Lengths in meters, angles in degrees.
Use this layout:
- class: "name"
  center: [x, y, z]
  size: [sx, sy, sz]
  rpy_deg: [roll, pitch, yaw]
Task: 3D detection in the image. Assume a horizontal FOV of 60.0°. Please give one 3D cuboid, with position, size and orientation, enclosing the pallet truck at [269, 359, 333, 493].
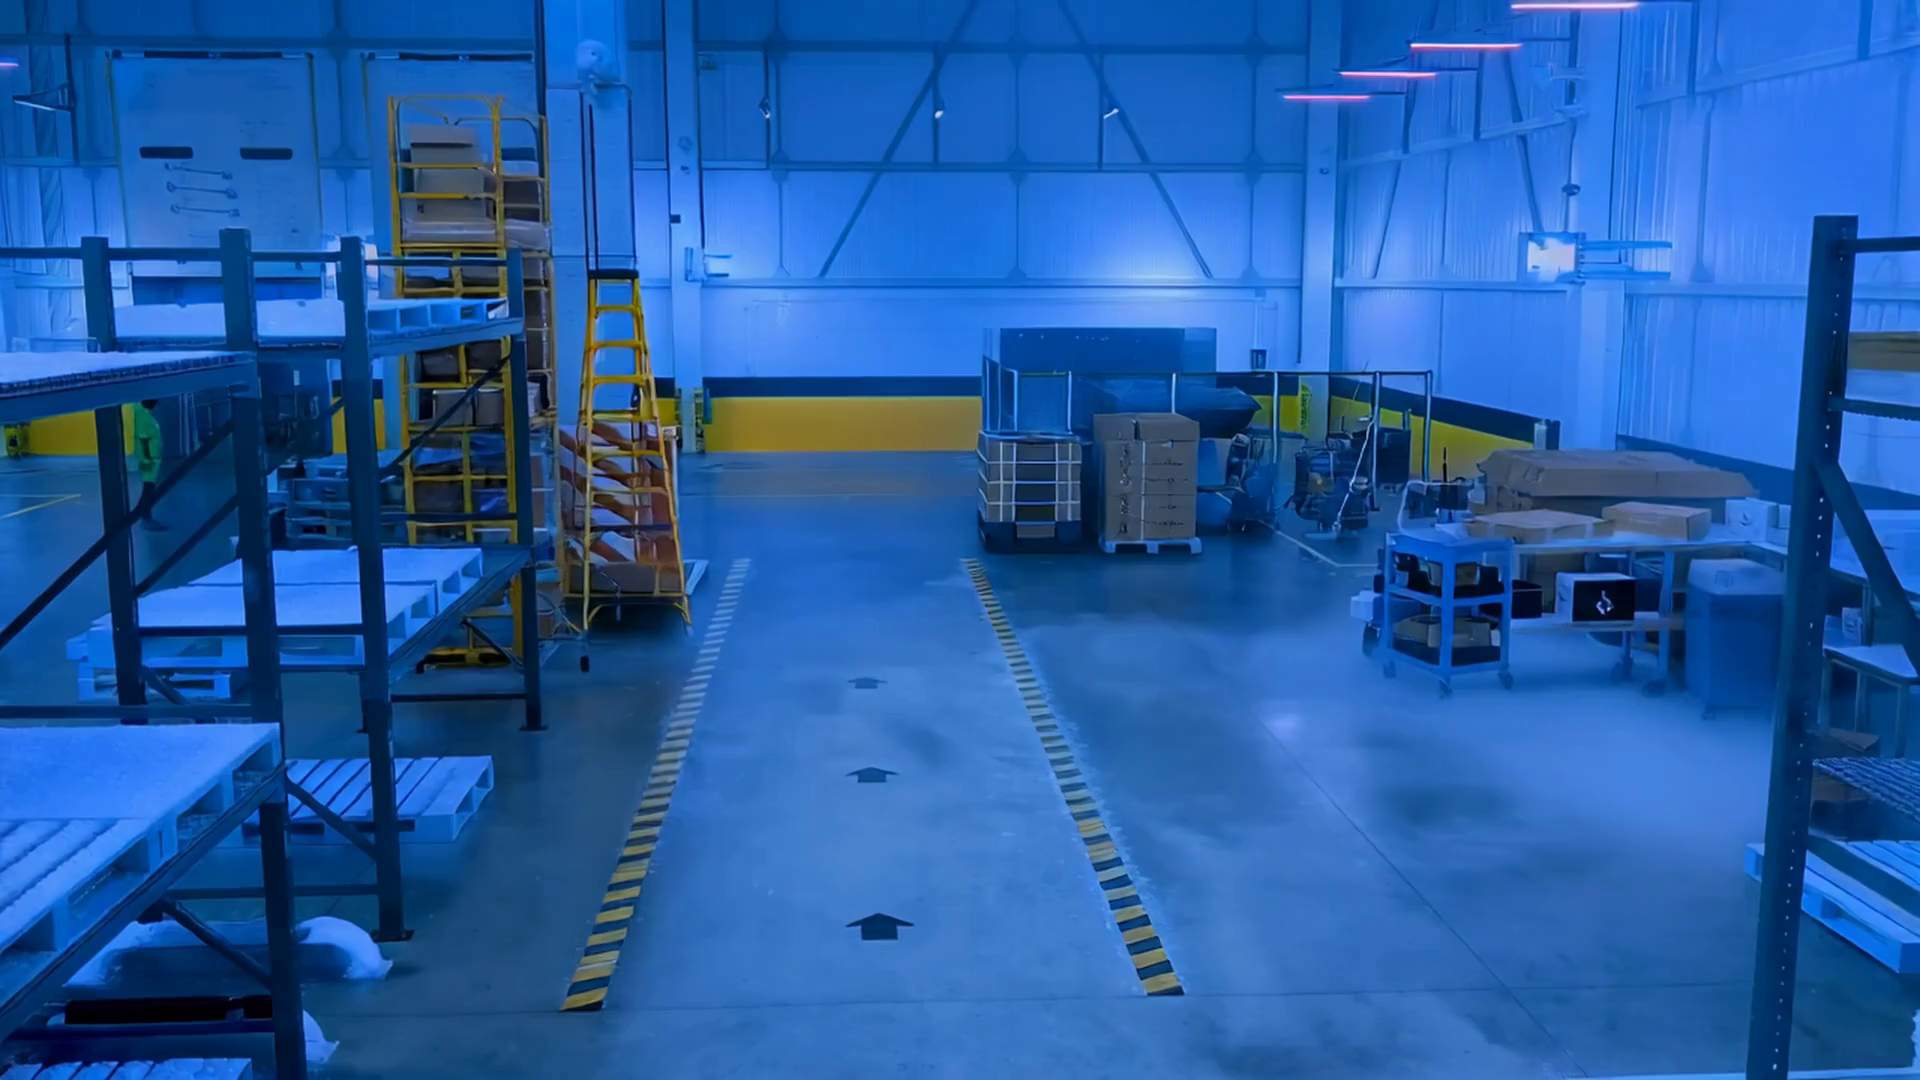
- class: "pallet truck"
  center: [-7.062, -1.131, 18.996]
  size: [1.885, 1.965, 0.823]
  rpy_deg: [2, 9, 13]

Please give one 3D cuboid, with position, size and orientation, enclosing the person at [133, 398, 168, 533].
- class: "person"
  center: [-9.089, -0.926, 18.646]
  size: [0.317, 1.697, 0.540]
  rpy_deg: [-3, 10, -21]
